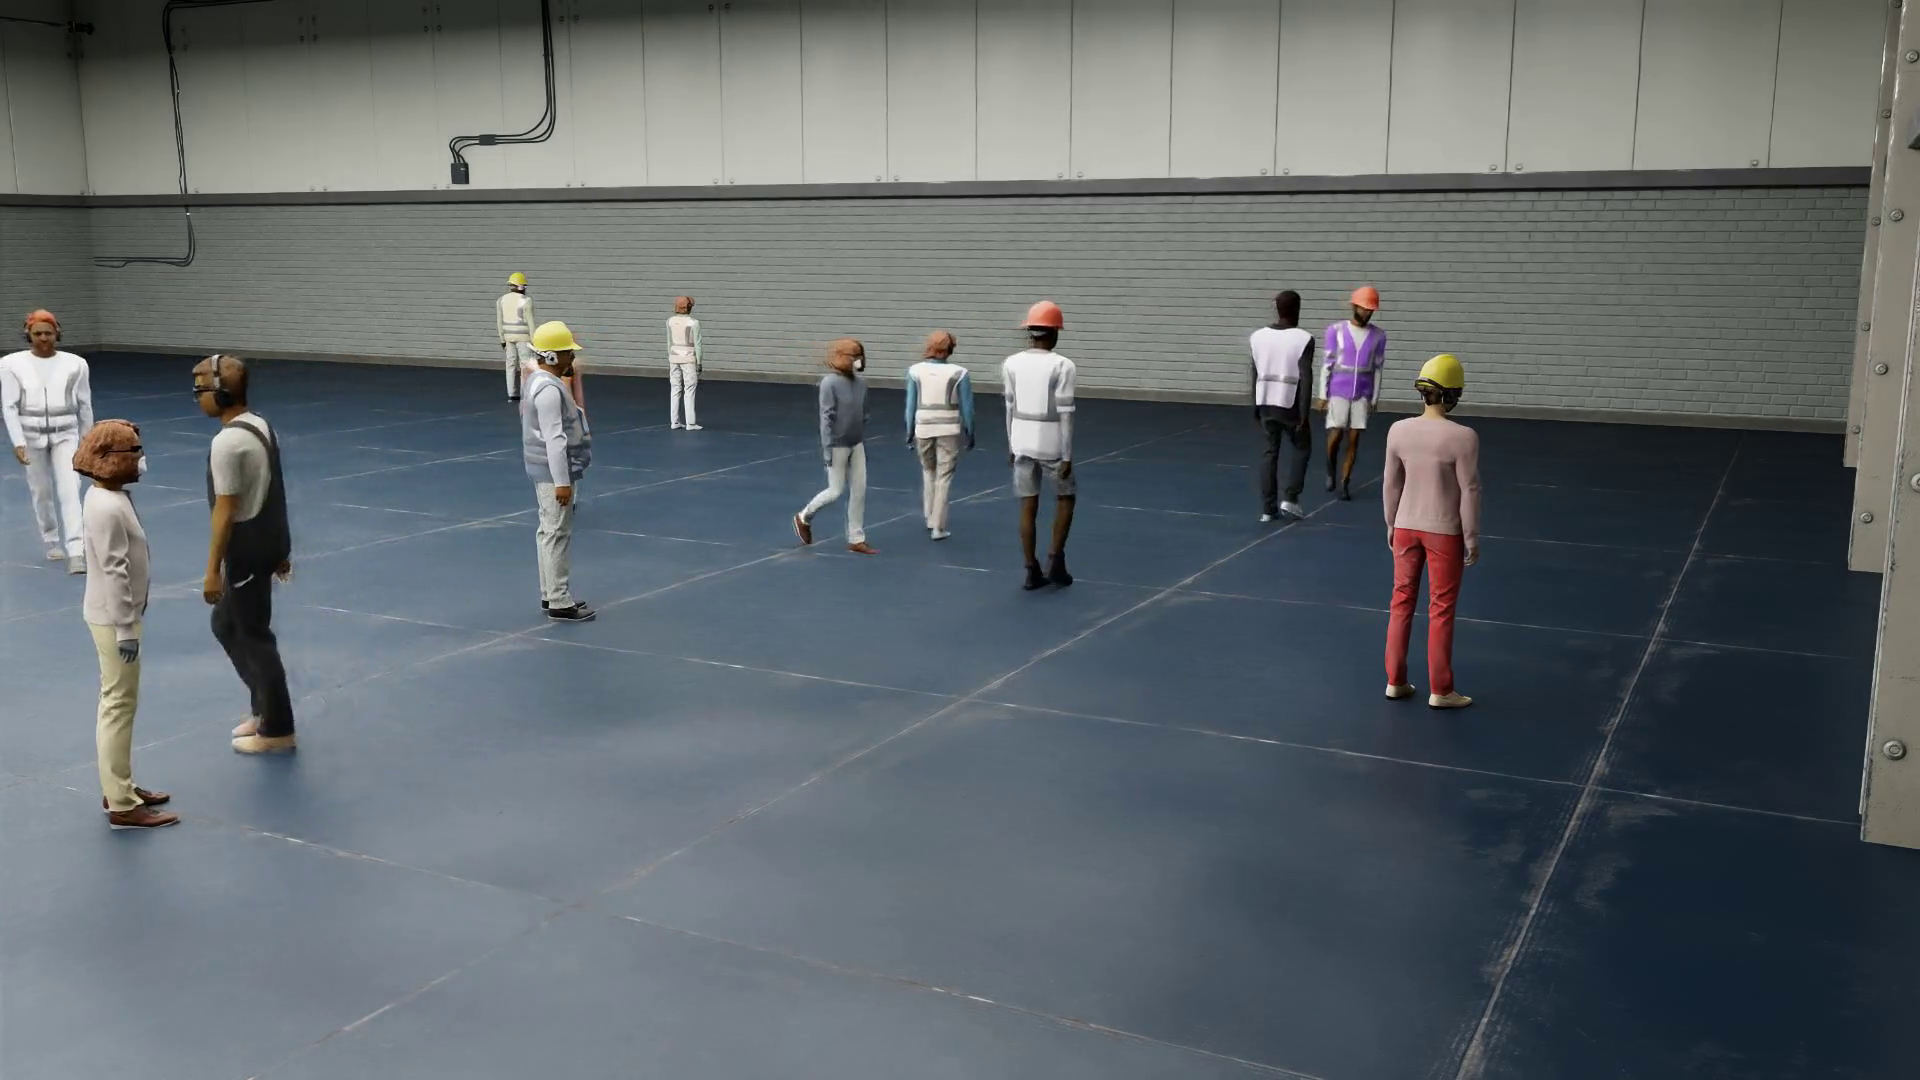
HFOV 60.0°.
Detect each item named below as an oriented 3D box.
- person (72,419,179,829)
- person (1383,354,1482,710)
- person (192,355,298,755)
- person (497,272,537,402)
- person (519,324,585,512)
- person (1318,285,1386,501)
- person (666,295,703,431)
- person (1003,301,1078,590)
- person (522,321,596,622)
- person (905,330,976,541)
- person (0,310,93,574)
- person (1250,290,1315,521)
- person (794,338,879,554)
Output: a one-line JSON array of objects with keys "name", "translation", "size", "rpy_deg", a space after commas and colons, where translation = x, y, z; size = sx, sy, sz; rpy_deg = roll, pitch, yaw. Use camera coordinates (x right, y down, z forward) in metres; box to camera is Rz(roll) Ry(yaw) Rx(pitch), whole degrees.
[{"name": "person", "translation": [-3.349, 0.330, 6.654], "size": [0.277, 1.632, 0.502], "rpy_deg": [-5, 12, -27]}, {"name": "person", "translation": [2.360, -0.039, 8.306], "size": [0.310, 1.768, 0.533], "rpy_deg": [-9, 14, -41]}, {"name": "person", "translation": [-3.245, 0.084, 7.474], "size": [0.486, 1.824, 0.535], "rpy_deg": [-1, 10, -5]}, {"name": "person", "translation": [-6.208, -2.843, 23.420], "size": [0.596, 1.828, 0.403], "rpy_deg": [4, 11, 21]}, {"name": "person", "translation": [-3.373, -0.971, 13.748], "size": [0.544, 1.623, 0.372], "rpy_deg": [-8, 13, -37]}, {"name": "person", "translation": [3.480, -1.303, 14.793], "size": [0.582, 1.913, 0.507], "rpy_deg": [0, 10, 0]}, {"name": "person", "translation": [-3.333, -2.137, 20.121], "size": [0.509, 1.629, 0.314], "rpy_deg": [5, 12, 27]}, {"name": "person", "translation": [0.557, -0.627, 11.083], "size": [0.559, 1.919, 0.468], "rpy_deg": [5, 12, 27]}, {"name": "person", "translation": [-2.458, -0.416, 10.182], "size": [0.403, 1.833, 0.591], "rpy_deg": [-4, 11, -20]}, {"name": "person", "translation": [-0.135, -0.822, 12.978], "size": [0.544, 1.615, 0.632], "rpy_deg": [4, 11, 19]}, {"name": "person", "translation": [-6.445, -0.712, 11.792], "size": [0.555, 1.839, 0.960], "rpy_deg": [-6, 12, -28]}, {"name": "person", "translation": [2.667, -1.100, 13.728], "size": [0.597, 1.906, 0.498], "rpy_deg": [8, 13, 36]}, {"name": "person", "translation": [-0.912, -0.696, 12.329], "size": [0.597, 1.613, 0.503], "rpy_deg": [8, 13, 37]}]
